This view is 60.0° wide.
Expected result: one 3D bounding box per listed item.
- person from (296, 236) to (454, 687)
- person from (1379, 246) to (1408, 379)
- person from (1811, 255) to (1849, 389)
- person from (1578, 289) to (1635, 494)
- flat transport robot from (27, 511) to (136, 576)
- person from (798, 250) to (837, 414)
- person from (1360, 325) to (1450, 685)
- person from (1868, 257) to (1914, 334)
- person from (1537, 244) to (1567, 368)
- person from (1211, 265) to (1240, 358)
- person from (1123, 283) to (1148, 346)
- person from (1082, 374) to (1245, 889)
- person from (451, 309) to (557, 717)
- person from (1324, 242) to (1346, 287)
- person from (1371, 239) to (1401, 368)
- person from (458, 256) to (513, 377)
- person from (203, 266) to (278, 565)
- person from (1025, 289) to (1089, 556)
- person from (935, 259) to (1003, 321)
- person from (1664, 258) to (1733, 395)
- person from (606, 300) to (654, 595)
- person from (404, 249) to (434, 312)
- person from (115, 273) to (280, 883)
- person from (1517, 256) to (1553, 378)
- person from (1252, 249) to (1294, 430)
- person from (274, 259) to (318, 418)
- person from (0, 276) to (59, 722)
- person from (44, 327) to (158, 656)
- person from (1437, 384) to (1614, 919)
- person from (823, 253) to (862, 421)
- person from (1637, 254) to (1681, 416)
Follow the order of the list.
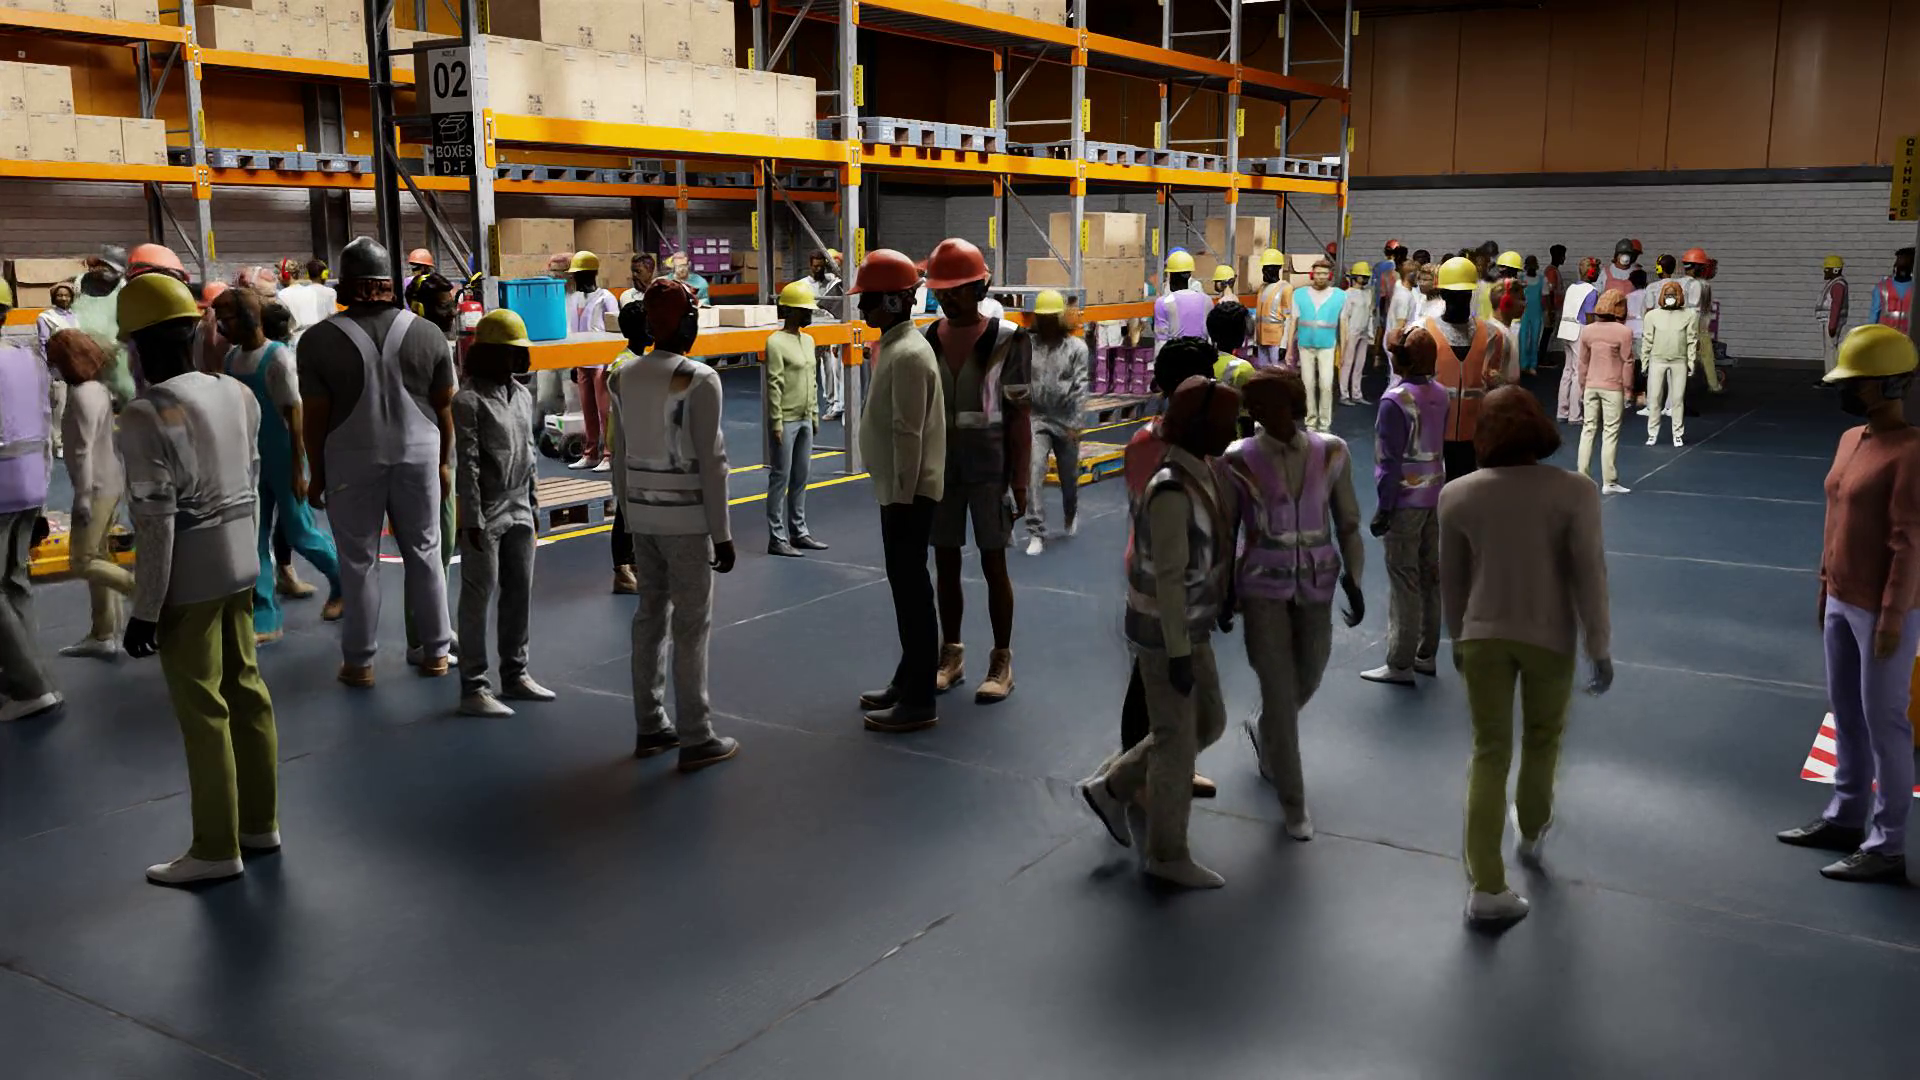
[{"bbox_3d":[-2.672,-0.359,7.618,0.673,2.000,0.535,-6,12,-30],"label":"person"},{"bbox_3d":[6.394,-3.292,24.184,0.626,1.942,0.446,4,11,22],"label":"person"},{"bbox_3d":[11.903,-2.976,22.735,0.403,1.824,0.591,4,11,23],"label":"person"},{"bbox_3d":[5.174,-1.185,13.320,0.280,1.634,0.498,-6,12,-30],"label":"person"},{"bbox_3d":[-5.796,-0.003,10.553,1.431,0.197,0.652,10,14,43],"label":"flat transport robot"},{"bbox_3d":[-1.592,-2.308,18.797,0.605,1.906,0.410,-4,11,-22],"label":"person"},{"bbox_3d":[2.051,-0.156,7.603,0.314,1.641,0.515,10,14,44],"label":"person"},{"bbox_3d":[11.369,-2.506,20.163,0.656,1.802,0.929,6,12,28],"label":"person"},{"bbox_3d":[9.430,-3.724,26.492,0.368,1.958,0.599,4,11,22],"label":"person"},{"bbox_3d":[2.815,-2.036,17.697,0.329,1.764,0.524,4,11,23],"label":"person"},{"bbox_3d":[2.488,-3.264,24.517,0.573,1.746,0.346,7,13,36],"label":"person"},{"bbox_3d":[0.644,0.293,5.145,0.462,1.620,0.545,3,11,18],"label":"person"},{"bbox_3d":[-1.951,-0.116,7.134,0.322,1.737,0.486,5,11,24],"label":"person"},{"bbox_3d":[6.284,-4.052,28.248,0.613,1.985,0.412,-3,11,-17],"label":"person"},{"bbox_3d":[6.795,-3.725,26.273,0.614,2.038,0.396,10,14,43],"label":"person"},{"bbox_3d":[-3.805,-1.353,13.389,0.400,1.944,0.618,5,11,24],"label":"person"},{"bbox_3d":[-4.487,-0.768,10.393,0.846,1.861,0.411,6,12,30],"label":"person"},{"bbox_3d":[0.613,-0.792,10.922,0.483,1.714,0.775,2,10,10],"label":"person"},{"bbox_3d":[0.061,-1.256,12.978,0.603,1.900,0.498,-2,10,-9],"label":"person"},{"bbox_3d":[9.612,-2.777,21.746,0.995,1.793,0.589,0,10,0],"label":"person"},{"bbox_3d":[-1.860,-0.533,9.577,0.322,1.690,0.530,1,10,3],"label":"person"},{"bbox_3d":[-6.098,-2.321,18.819,0.552,1.924,0.386,5,11,27],"label":"person"},{"bbox_3d":[-2.424,0.129,5.252,0.382,1.919,0.584,2,10,10],"label":"person"},{"bbox_3d":[8.441,-3.288,24.578,0.594,1.779,1.008,3,11,18],"label":"person"},{"bbox_3d":[3.314,-2.126,17.727,0.365,1.928,0.586,-5,11,-26],"label":"person"},{"bbox_3d":[-6.607,-1.883,16.640,0.394,1.836,0.560,3,11,15],"label":"person"},{"bbox_3d":[-4.075,-0.169,7.020,0.482,1.901,0.668,1,10,5],"label":"person"},{"bbox_3d":[-4.109,-0.218,7.997,0.498,1.617,0.517,-4,11,-22],"label":"person"},{"bbox_3d":[1.738,0.318,5.127,0.559,1.574,0.842,5,11,26],"label":"person"},{"bbox_3d":[-1.290,-2.247,18.512,0.585,1.882,0.340,9,14,41],"label":"person"},{"bbox_3d":[8.087,-2.345,19.139,0.510,1.860,0.333,-1,10,-4],"label":"person"}]
